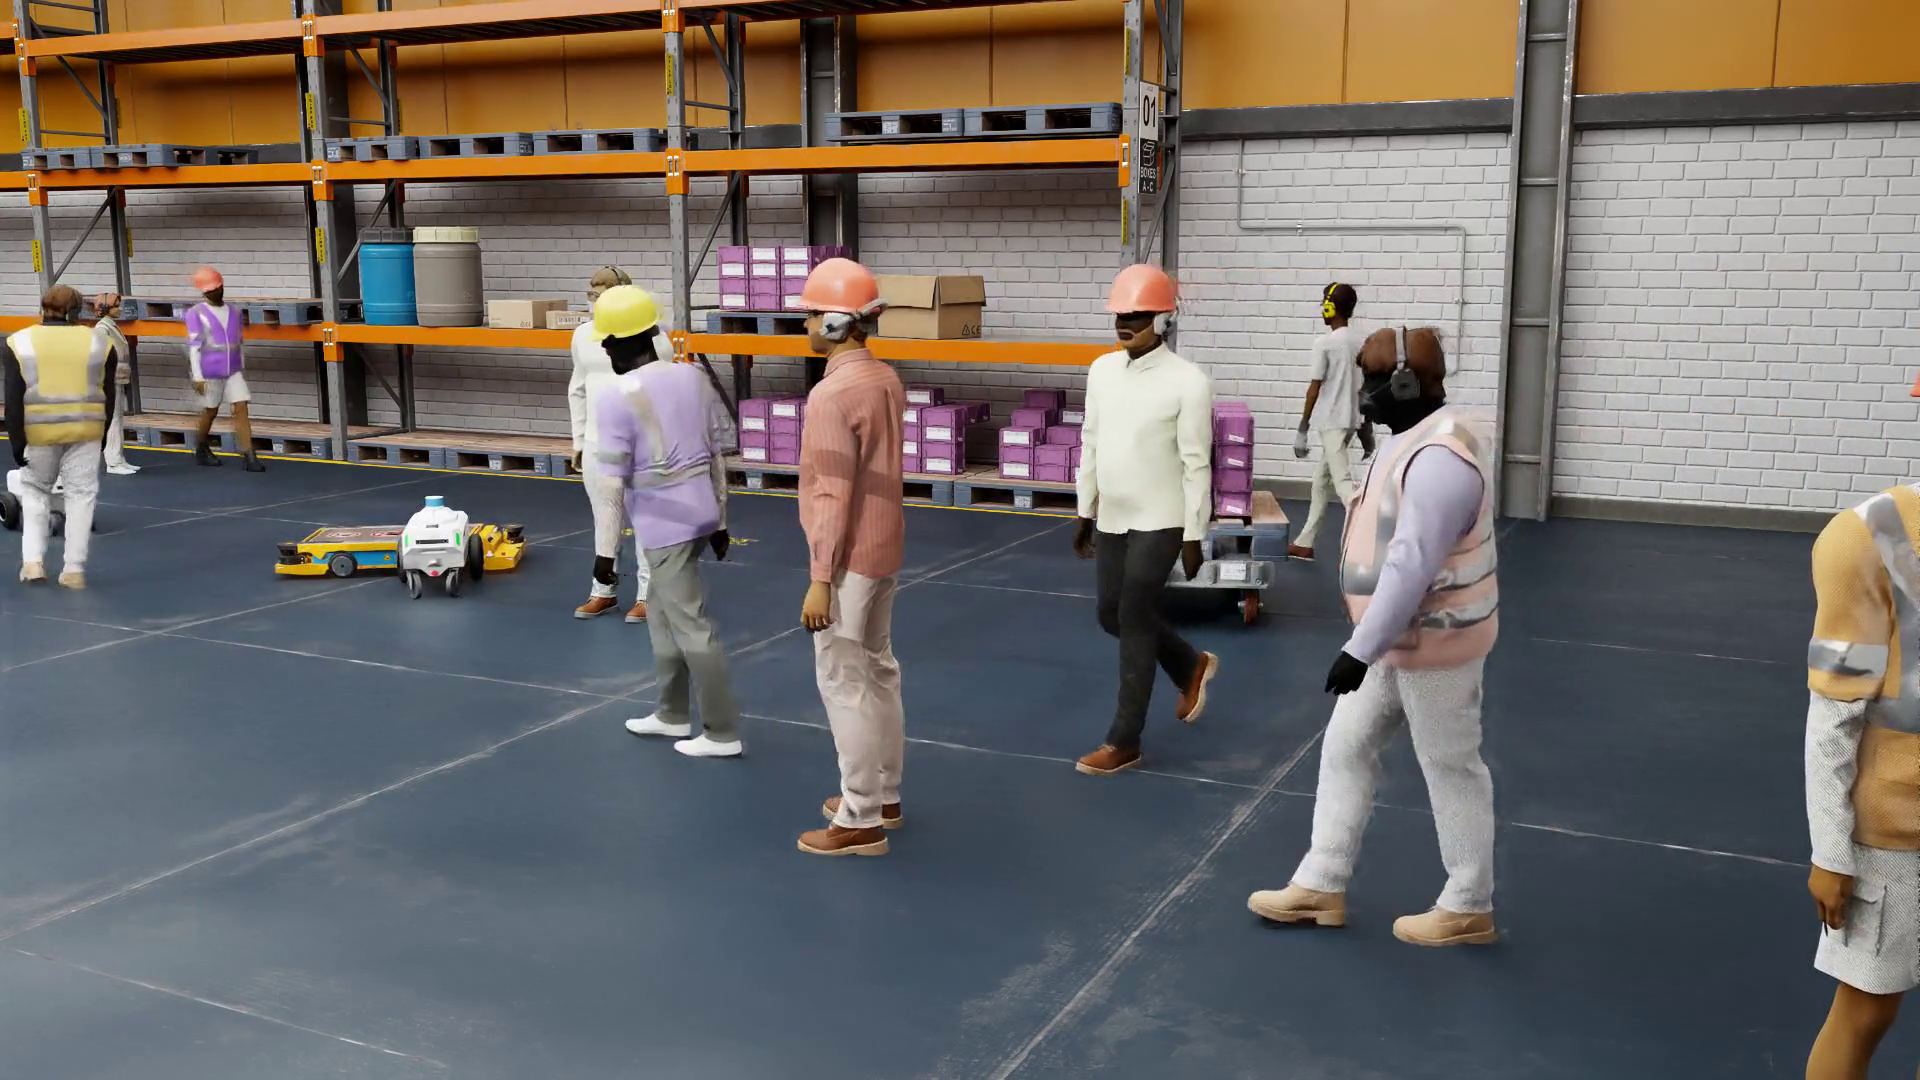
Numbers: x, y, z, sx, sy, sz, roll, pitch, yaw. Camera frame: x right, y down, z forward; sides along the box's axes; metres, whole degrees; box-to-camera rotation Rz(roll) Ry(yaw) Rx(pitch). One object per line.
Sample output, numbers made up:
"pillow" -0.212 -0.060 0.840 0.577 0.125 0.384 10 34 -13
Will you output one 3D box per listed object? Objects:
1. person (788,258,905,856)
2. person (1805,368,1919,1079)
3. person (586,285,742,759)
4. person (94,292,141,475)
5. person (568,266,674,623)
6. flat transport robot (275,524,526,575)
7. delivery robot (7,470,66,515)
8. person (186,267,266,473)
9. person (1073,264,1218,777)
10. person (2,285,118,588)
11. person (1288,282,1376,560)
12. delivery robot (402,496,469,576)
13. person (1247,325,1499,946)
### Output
"person" -0.376 0.065 5.606 0.393 1.996 0.632 3 10 17
"person" 1.857 0.529 3.122 0.544 1.932 0.375 -1 10 -6
"person" -1.192 -0.054 6.568 0.706 1.881 0.620 4 11 23
"person" -7.653 -1.411 15.036 0.308 1.641 0.516 -3 10 -18
"person" -1.847 -0.513 9.052 0.627 1.936 0.375 4 11 22
"flat transport robot" -3.535 0.050 10.591 1.431 0.197 0.652 -1 10 -8
"delivery robot" -6.575 -0.388 12.013 0.707 0.478 0.477 8 13 39
"person" -6.816 -1.563 15.263 0.999 1.876 0.562 8 12 37
"person" 0.766 -0.095 6.550 0.788 1.974 0.624 -8 12 -37
"person" -5.424 -0.629 10.074 0.629 1.808 0.626 -6 12 -32
"person" 2.400 -0.712 10.534 0.536 1.826 0.959 -8 13 -38
"delivery robot" -3.118 -0.019 9.902 0.477 0.478 0.707 -2 10 -13
"person" 1.199 0.296 4.784 0.829 1.800 0.617 0 10 1
